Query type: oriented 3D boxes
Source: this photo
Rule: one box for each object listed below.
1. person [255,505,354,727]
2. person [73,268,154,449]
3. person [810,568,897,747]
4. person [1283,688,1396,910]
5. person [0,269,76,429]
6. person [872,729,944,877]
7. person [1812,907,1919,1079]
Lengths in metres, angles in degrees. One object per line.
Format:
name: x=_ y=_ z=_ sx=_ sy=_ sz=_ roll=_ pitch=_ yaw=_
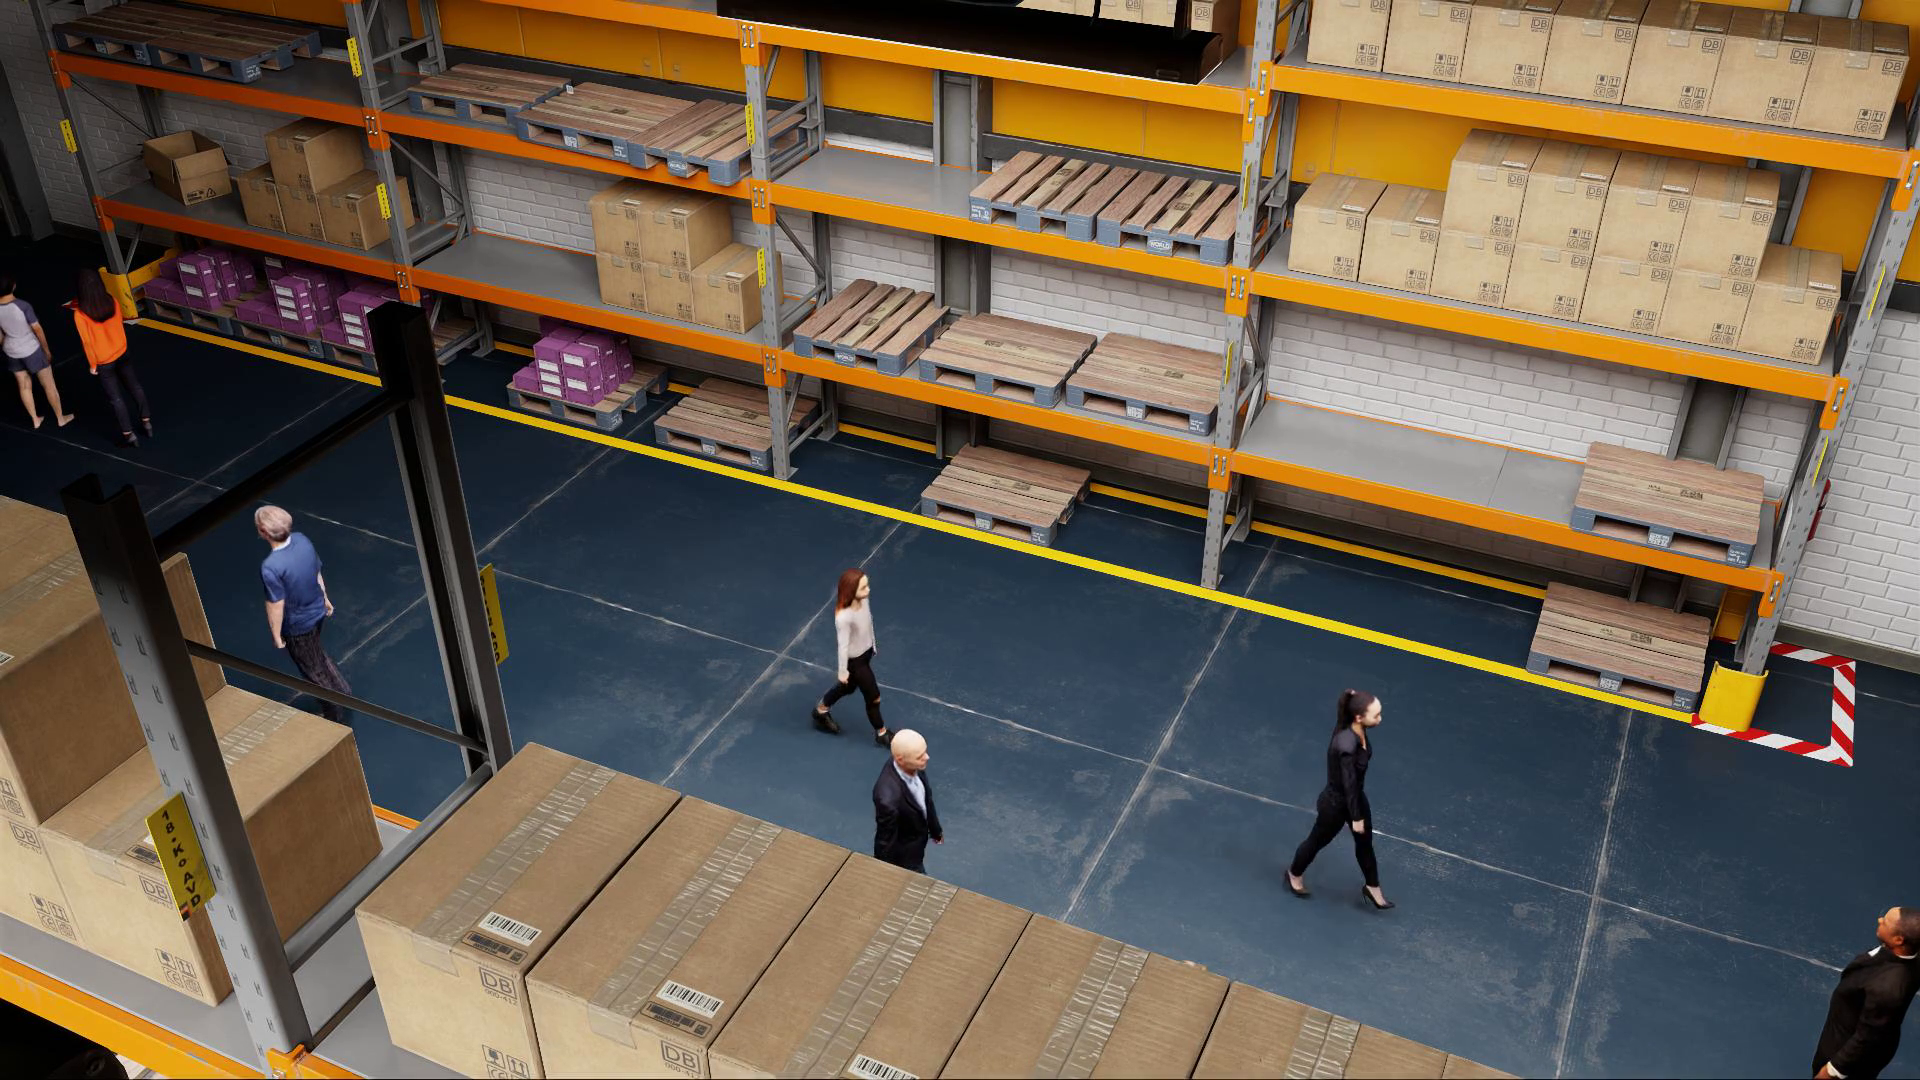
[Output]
person: x=-4.479 y=0.567 z=11.551 sx=0.671 sy=1.860 sz=0.715 roll=9 pitch=35 yaw=14
person: x=-7.646 y=-1.647 z=14.982 sx=0.560 sy=1.748 sz=0.623 roll=12 pitch=36 yaw=18
person: x=-0.780 y=0.805 z=11.557 sx=0.987 sy=1.455 sz=0.628 roll=10 pitch=35 yaw=15
person: x=2.247 y=1.590 z=10.178 sx=0.927 sy=1.675 sz=0.598 roll=17 pitch=37 yaw=24
person: x=-8.623 y=-1.767 z=15.327 sx=0.602 sy=1.566 sz=0.708 roll=-2 pitch=34 yaw=-2
person: x=-0.403 y=1.798 z=9.766 sx=0.702 sy=1.786 sz=0.736 roll=7 pitch=34 yaw=11
person: x=4.582 y=2.576 z=8.487 sx=0.740 sy=1.904 sz=0.769 roll=29 pitch=43 yaw=36
